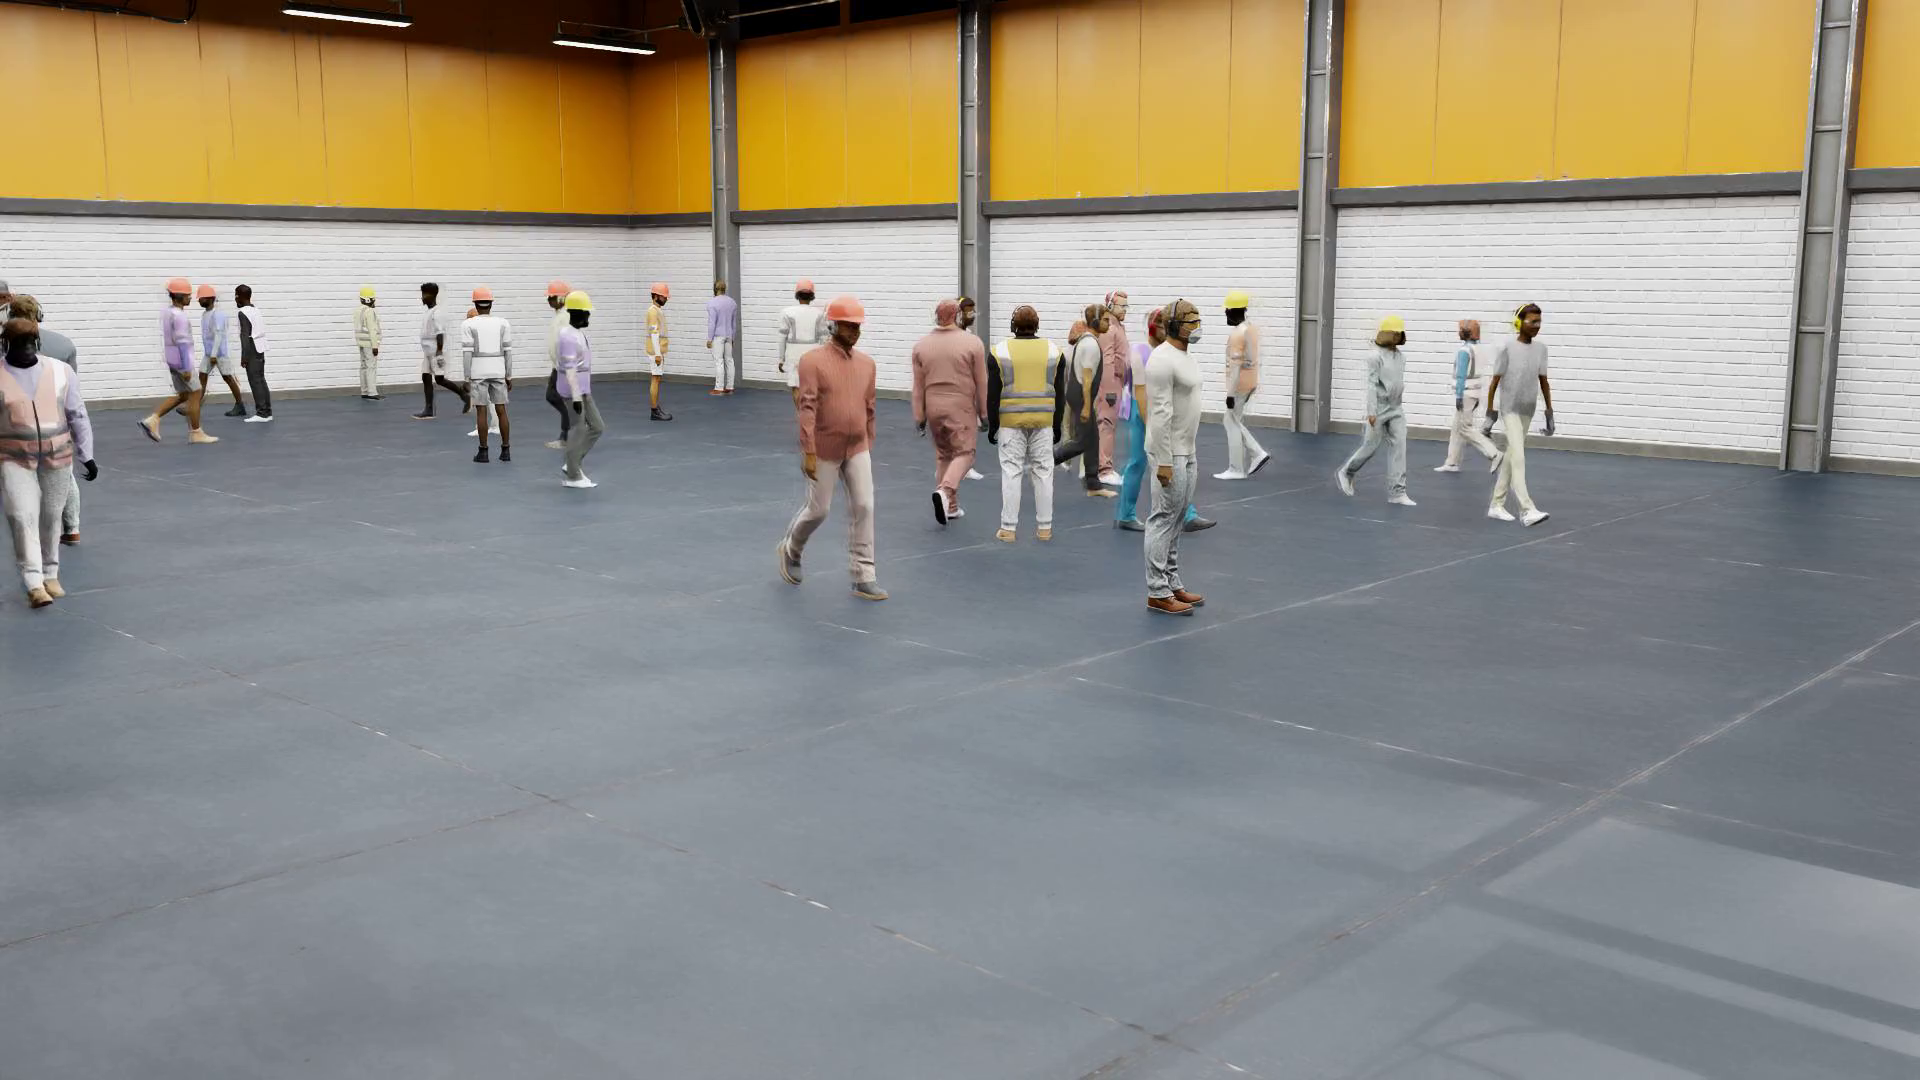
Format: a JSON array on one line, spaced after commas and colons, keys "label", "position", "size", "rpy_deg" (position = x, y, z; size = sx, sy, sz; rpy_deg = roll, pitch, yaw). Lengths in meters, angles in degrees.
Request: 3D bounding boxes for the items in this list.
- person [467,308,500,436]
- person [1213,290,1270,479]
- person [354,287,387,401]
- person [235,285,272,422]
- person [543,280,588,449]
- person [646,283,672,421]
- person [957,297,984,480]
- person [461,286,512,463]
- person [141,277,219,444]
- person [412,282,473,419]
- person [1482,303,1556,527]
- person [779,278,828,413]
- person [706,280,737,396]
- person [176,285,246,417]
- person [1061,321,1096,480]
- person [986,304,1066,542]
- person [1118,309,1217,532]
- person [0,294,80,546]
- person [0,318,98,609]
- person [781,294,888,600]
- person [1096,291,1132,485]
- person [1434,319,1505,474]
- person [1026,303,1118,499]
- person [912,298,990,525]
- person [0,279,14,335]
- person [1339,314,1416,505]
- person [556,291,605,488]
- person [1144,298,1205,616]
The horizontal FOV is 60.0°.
[{"label": "person", "position": [-6.115, -2.139, 21.208], "size": [0.286, 1.624, 0.497], "rpy_deg": [4, 10, 26]}, {"label": "person", "position": [2.812, -1.547, 16.697], "size": [0.458, 1.908, 0.605], "rpy_deg": [4, 10, 22]}, {"label": "person", "position": [-9.501, -3.149, 26.754], "size": [0.404, 1.830, 0.603], "rpy_deg": [-8, 12, -41]}, {"label": "person", "position": [-9.846, -2.595, 23.168], "size": [0.407, 1.905, 0.606], "rpy_deg": [-1, 9, -8]}, {"label": "person", "position": [-4.688, -2.063, 19.624], "size": [0.440, 1.983, 0.638], "rpy_deg": [-3, 10, -20]}, {"label": "person", "position": [-4.217, -2.639, 23.341], "size": [0.374, 1.928, 0.542], "rpy_deg": [-1, 9, -7]}, {"label": "person", "position": [0.019, -1.494, 16.599], "size": [0.596, 1.835, 0.561], "rpy_deg": [5, 10, 27]}, {"label": "person", "position": [-5.200, -1.816, 18.270], "size": [0.551, 1.932, 0.376], "rpy_deg": [-6, 11, -33]}, {"label": "person", "position": [-9.417, -2.136, 19.979], "size": [0.752, 2.022, 0.615], "rpy_deg": [-8, 12, -41]}, {"label": "person", "position": [-7.350, -2.683, 23.560], "size": [0.814, 1.945, 0.604], "rpy_deg": [-6, 11, -31]}, {"label": "person", "position": [4.681, -1.020, 13.744], "size": [0.564, 1.818, 0.940], "rpy_deg": [-4, 10, -22]}, {"label": "person", "position": [-1.961, -2.293, 20.981], "size": [0.609, 2.013, 0.908], "rpy_deg": [-3, 10, -17]}, {"label": "person", "position": [-4.007, -3.388, 27.898], "size": [0.364, 1.939, 0.636], "rpy_deg": [7, 11, 36]}, {"label": "person", "position": [-10.677, -2.675, 23.693], "size": [0.567, 1.882, 0.978], "rpy_deg": [8, 12, 40]}, {"label": "person", "position": [1.219, -1.432, 16.946], "size": [0.528, 1.584, 0.849], "rpy_deg": [-1, 9, -4]}, {"label": "person", "position": [0.505, -0.903, 12.951], "size": [0.625, 1.846, 0.429], "rpy_deg": [-2, 9, -10]}, {"label": "person", "position": [1.621, -0.922, 13.198], "size": [0.922, 1.795, 0.589], "rpy_deg": [7, 12, 37]}, {"label": "person", "position": [-6.977, -0.884, 12.569], "size": [0.371, 1.931, 0.629], "rpy_deg": [8, 12, 39]}, {"label": "person", "position": [-5.808, -0.481, 10.485], "size": [0.638, 1.805, 0.882], "rpy_deg": [-8, 12, -42]}, {"label": "person", "position": [-0.834, -0.611, 10.814], "size": [0.624, 1.965, 0.886], "rpy_deg": [-7, 11, -35]}, {"label": "person", "position": [1.521, -1.501, 16.443], "size": [0.402, 1.904, 0.638], "rpy_deg": [2, 9, 10]}, {"label": "person", "position": [5.282, -1.470, 17.127], "size": [0.709, 1.618, 0.521], "rpy_deg": [6, 11, 34]}, {"label": "person", "position": [1.042, -1.257, 15.221], "size": [0.782, 1.819, 0.522], "rpy_deg": [0, 9, -1]}, {"label": "person", "position": [-0.093, -1.065, 13.830], "size": [0.644, 1.884, 0.795], "rpy_deg": [4, 10, 25]}, {"label": "person", "position": [-12.117, -2.350, 21.218], "size": [0.853, 2.000, 0.688], "rpy_deg": [-8, 12, -42]}, {"label": "person", "position": [3.828, -1.193, 15.129], "size": [0.487, 1.720, 0.784], "rpy_deg": [-5, 11, -30]}, {"label": "person", "position": [-3.672, -1.444, 16.069], "size": [0.426, 1.908, 0.608], "rpy_deg": [0, 9, 0]}, {"label": "person", "position": [1.334, -0.516, 10.293], "size": [0.373, 1.940, 0.628], "rpy_deg": [4, 10, 22]}]
